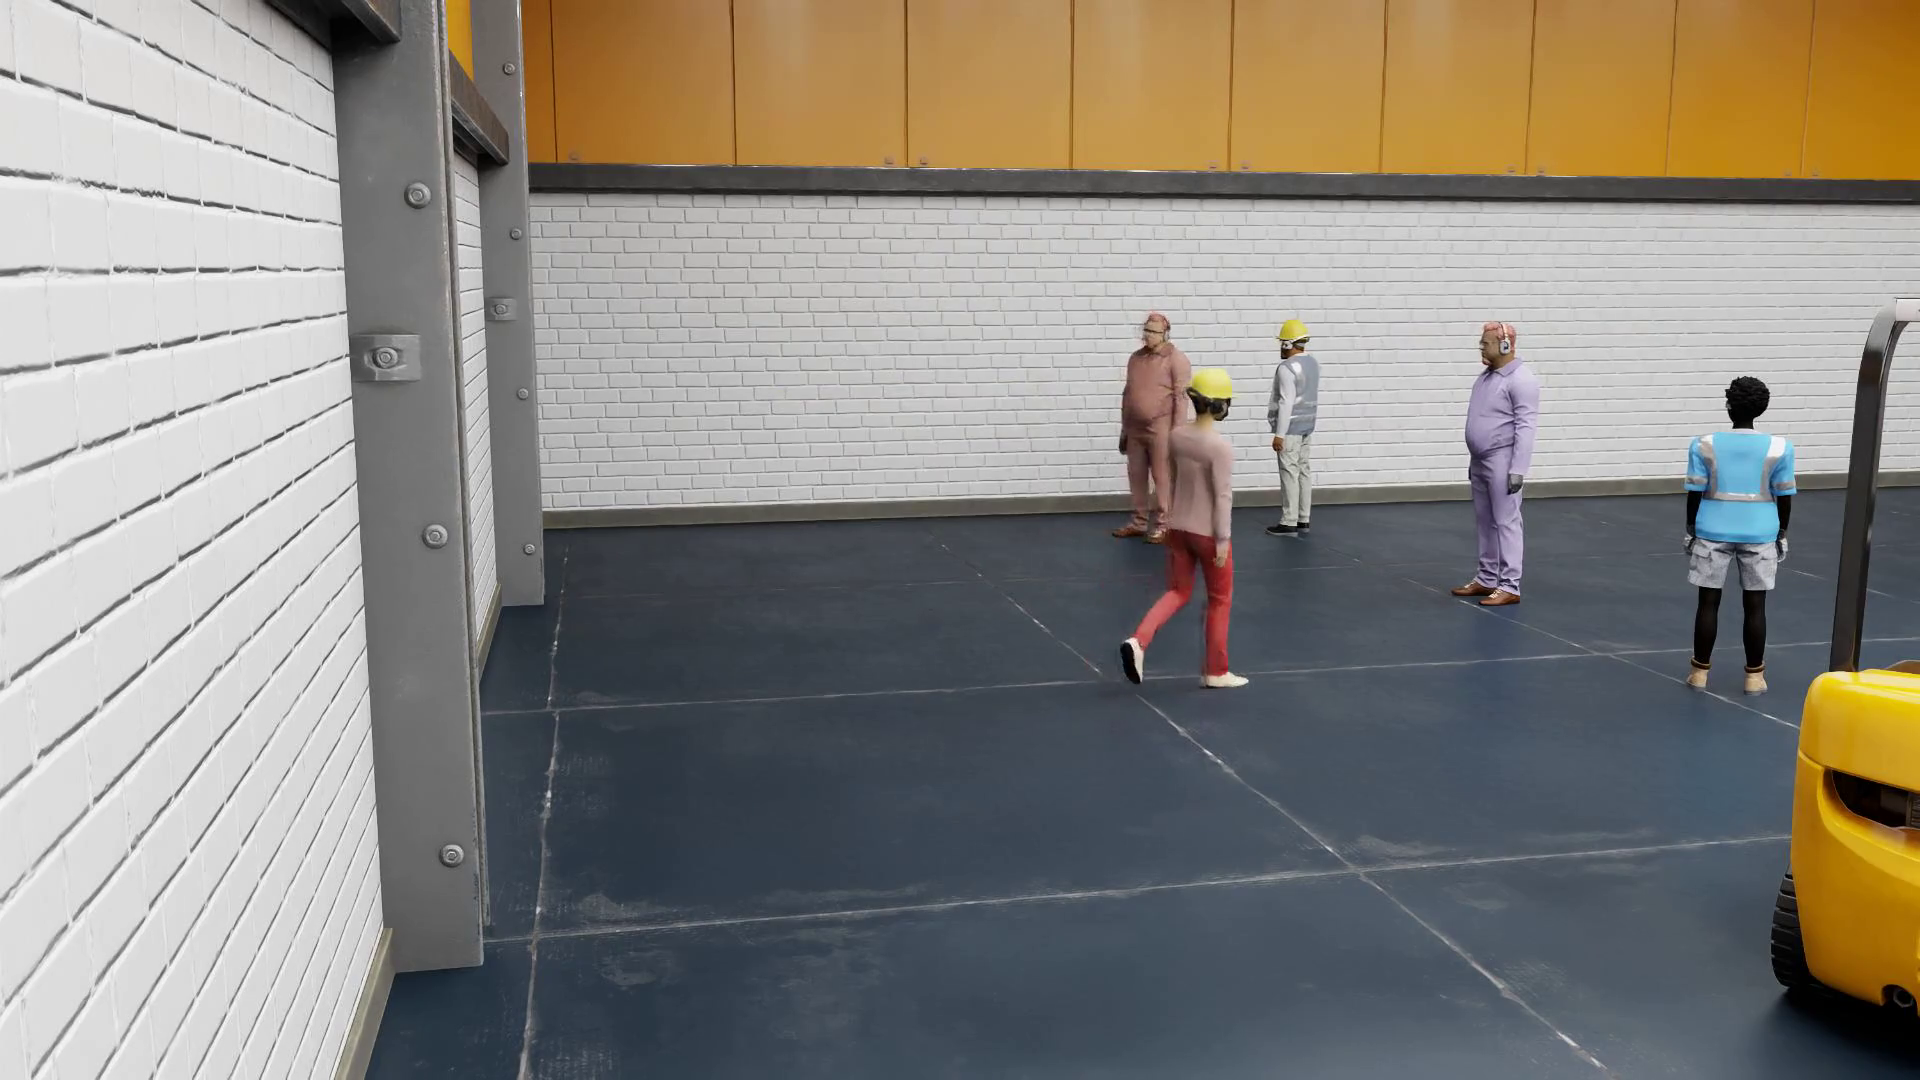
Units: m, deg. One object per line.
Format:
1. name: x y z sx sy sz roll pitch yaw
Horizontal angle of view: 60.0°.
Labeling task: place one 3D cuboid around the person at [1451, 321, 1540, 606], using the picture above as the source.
1. person: 3.597 -0.512 11.209 0.401 1.907 0.646 -2 9 -10

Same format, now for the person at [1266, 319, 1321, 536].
1. person: 2.808 -0.948 14.086 0.404 1.830 0.600 7 12 37

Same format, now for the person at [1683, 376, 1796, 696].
1. person: 4.120 -0.020 8.830 0.541 1.700 0.315 4 10 24

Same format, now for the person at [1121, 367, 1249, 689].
1. person: 1.215 -0.045 8.828 0.686 1.748 0.523 -6 11 -32

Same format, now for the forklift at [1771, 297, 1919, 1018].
1. forklift: 3.542 0.334 5.177 2.313 2.155 1.214 -9 13 -43

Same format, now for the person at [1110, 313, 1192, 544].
1. person: 1.554 -0.908 13.717 0.405 1.892 0.723 -8 12 -40
